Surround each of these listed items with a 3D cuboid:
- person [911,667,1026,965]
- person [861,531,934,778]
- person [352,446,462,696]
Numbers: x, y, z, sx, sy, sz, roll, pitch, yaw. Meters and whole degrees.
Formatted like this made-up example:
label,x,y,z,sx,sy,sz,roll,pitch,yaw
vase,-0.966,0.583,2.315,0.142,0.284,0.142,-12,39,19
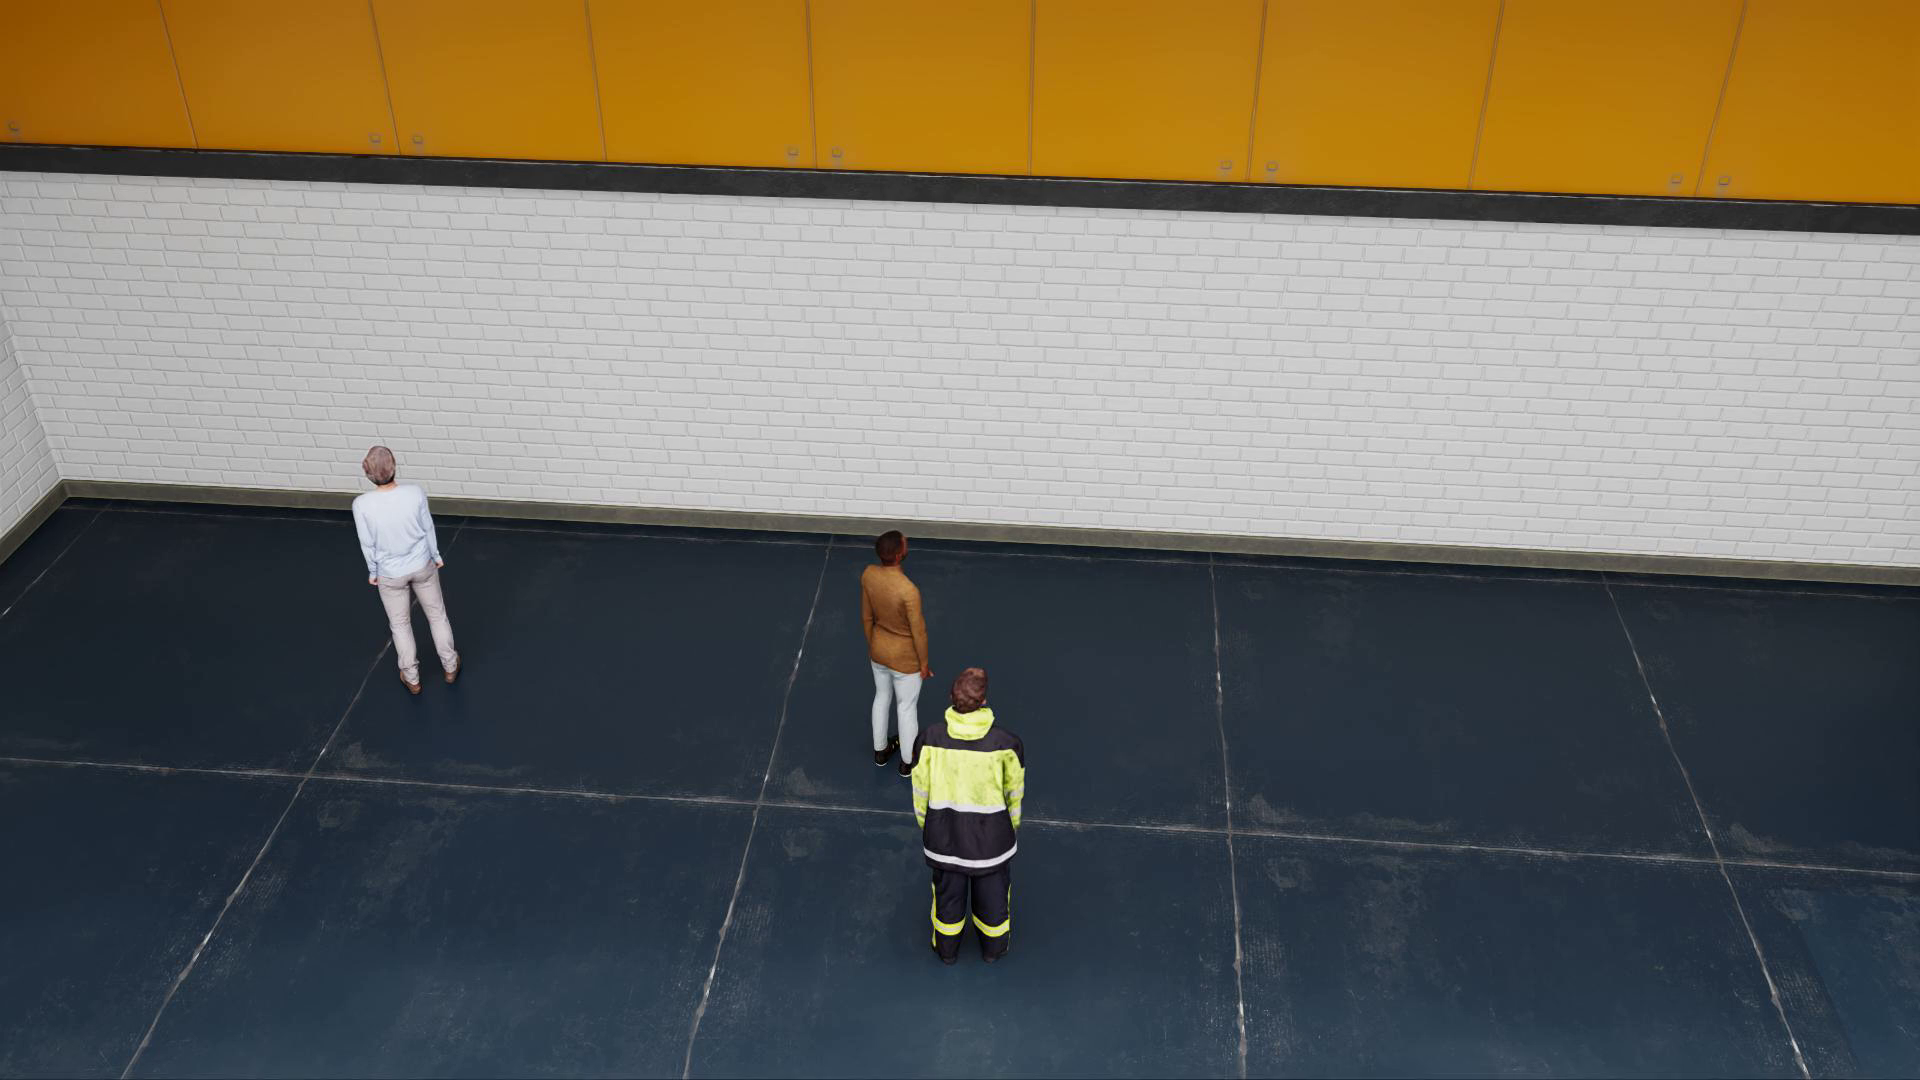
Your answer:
label,x,y,z,sx,sy,sz,roll,pitch,yaw
person,0.044,1.529,9.137,0.759,1.982,0.620,2,34,2
person,-0.409,0.713,10.515,0.722,1.816,0.725,22,40,30
person,-3.738,0.194,11.225,0.747,1.894,0.757,-15,36,-21
